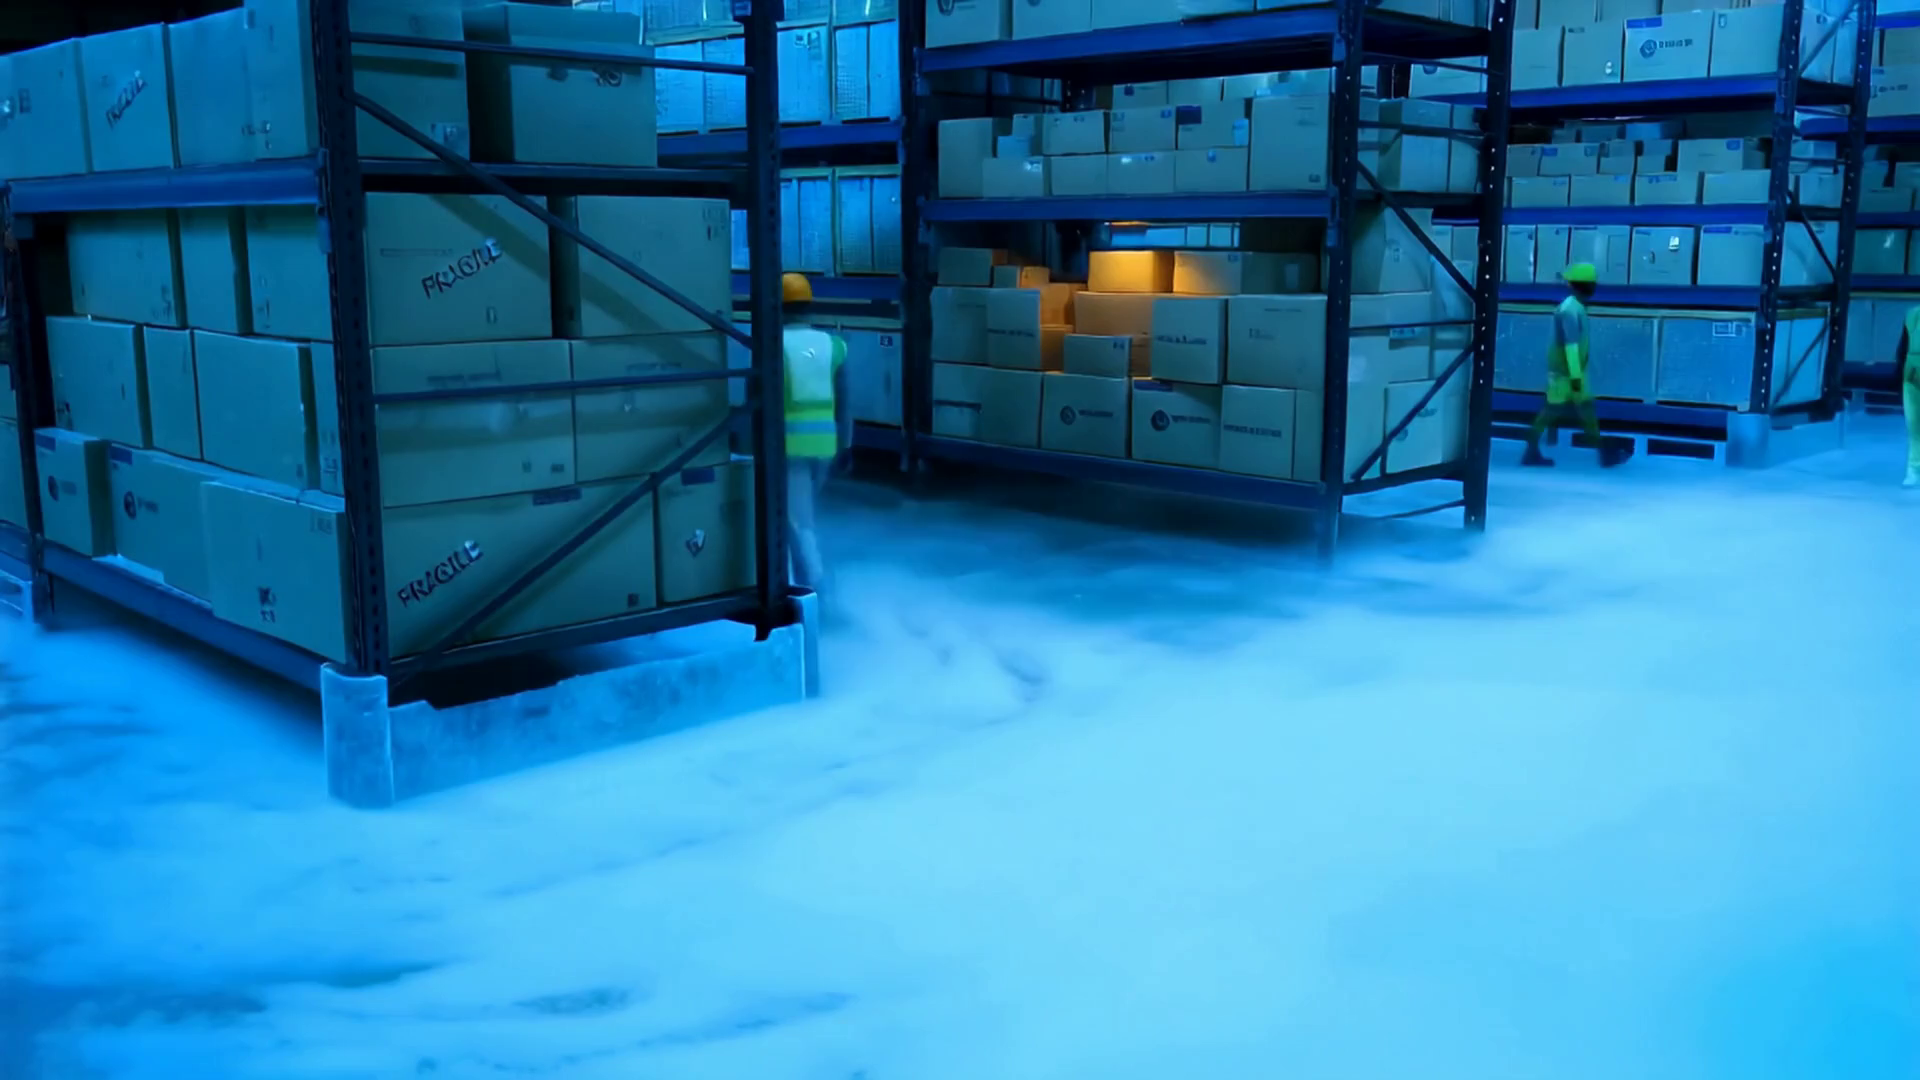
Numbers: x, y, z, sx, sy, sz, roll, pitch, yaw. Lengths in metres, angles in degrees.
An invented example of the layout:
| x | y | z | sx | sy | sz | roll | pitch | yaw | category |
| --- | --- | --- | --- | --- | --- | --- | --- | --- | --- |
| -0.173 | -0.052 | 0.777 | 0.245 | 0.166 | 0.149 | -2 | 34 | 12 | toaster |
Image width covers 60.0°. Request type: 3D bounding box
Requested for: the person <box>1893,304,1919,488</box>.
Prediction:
| x | y | z | sx | sy | sz | roll | pitch | yaw | category |
| --- | --- | --- | --- | --- | --- | --- | --- | --- | --- |
| 8.282 | -1.353 | 14.111 | 0.553 | 1.827 | 0.631 | -8 | 13 | -36 | person |

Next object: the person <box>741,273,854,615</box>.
| x | y | z | sx | sy | sz | roll | pitch | yaw | category |
| --- | --- | --- | --- | --- | --- | --- | --- | --- | --- |
| -0.928 | -0.534 | 9.388 | 0.602 | 1.919 | 0.521 | -8 | 13 | -37 | person |

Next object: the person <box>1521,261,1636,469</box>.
| x | y | z | sx | sy | sz | roll | pitch | yaw | category |
| --- | --- | --- | --- | --- | --- | --- | --- | --- | --- |
| 5.631 | -1.571 | 15.119 | 1.006 | 1.884 | 0.568 | 6 | 12 | 31 | person |
